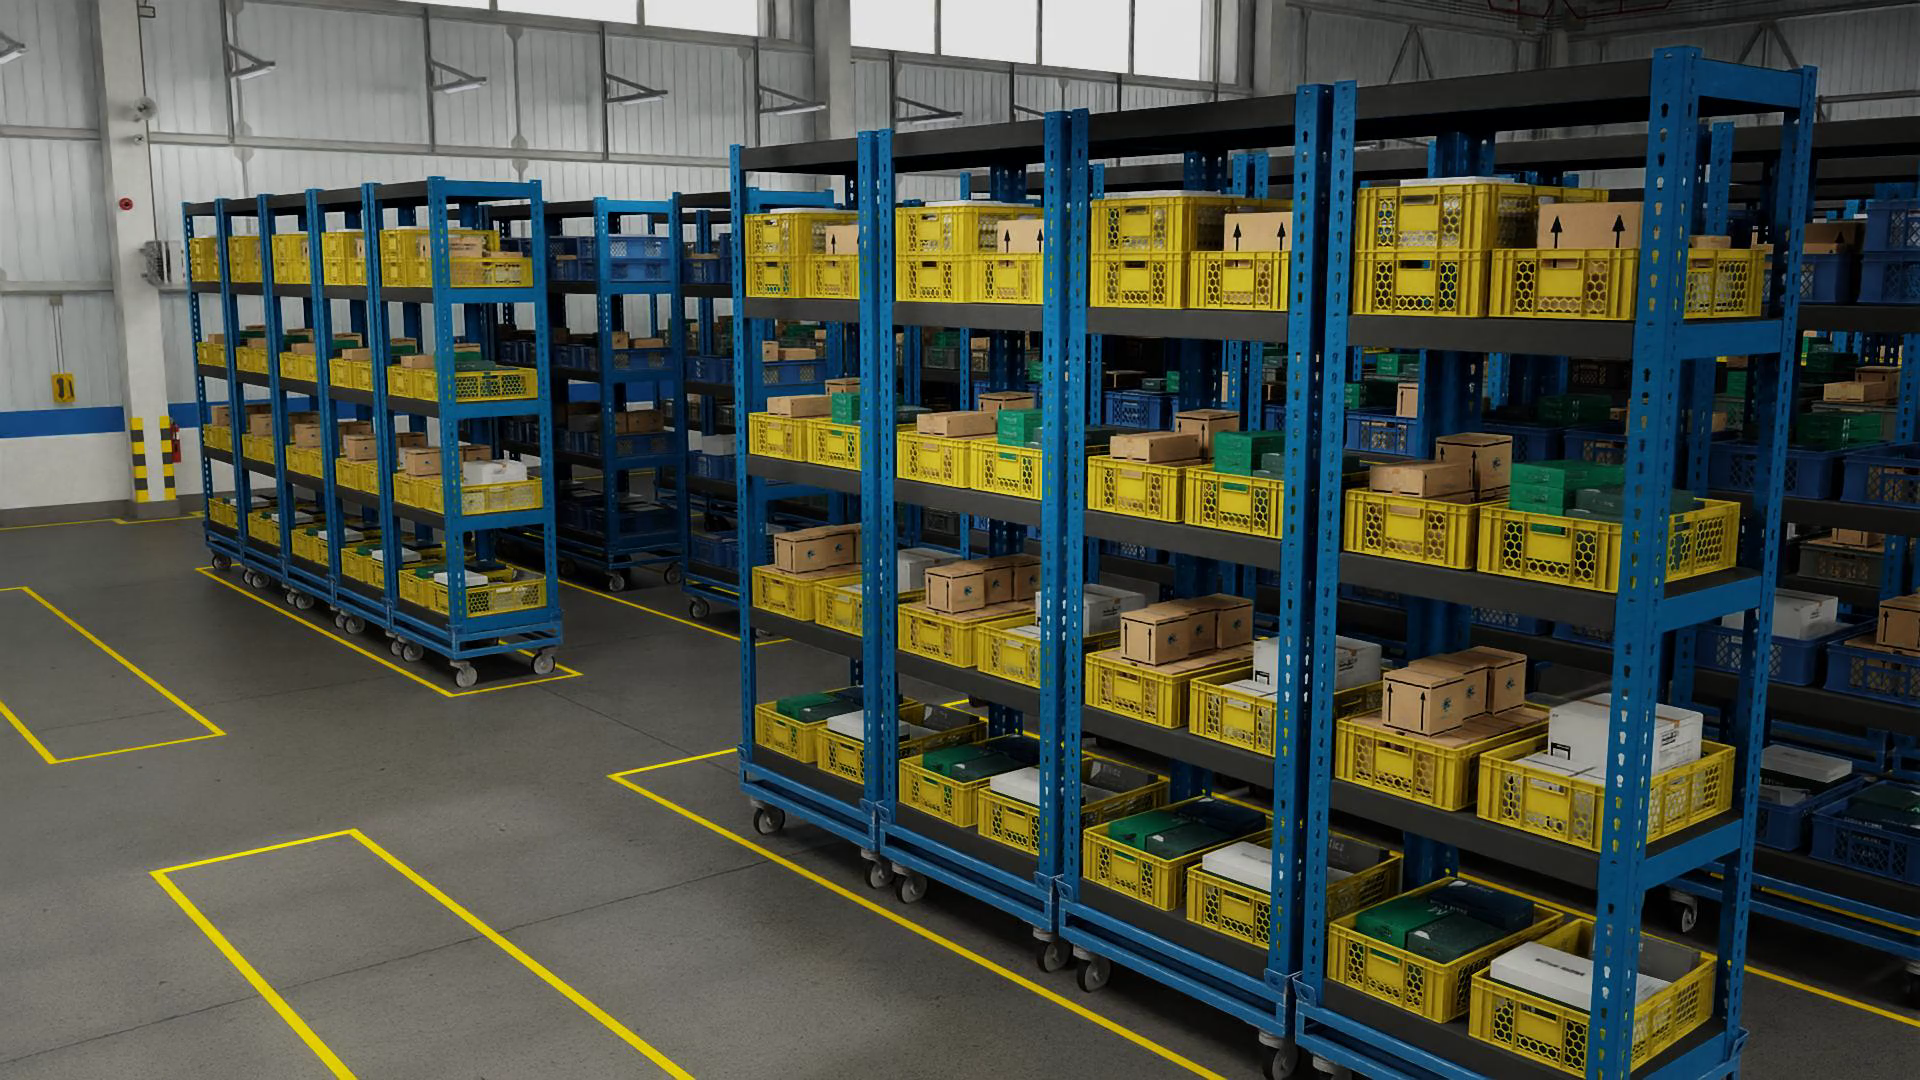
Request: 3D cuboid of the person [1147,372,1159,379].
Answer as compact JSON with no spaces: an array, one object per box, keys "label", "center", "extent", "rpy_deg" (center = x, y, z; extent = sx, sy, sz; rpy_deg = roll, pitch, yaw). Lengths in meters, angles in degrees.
[{"label":"person","center":[2.340,-1.043,19.059],"extent":[0.580,1.820,0.754],"rpy_deg":[-8,13,-41]}]
